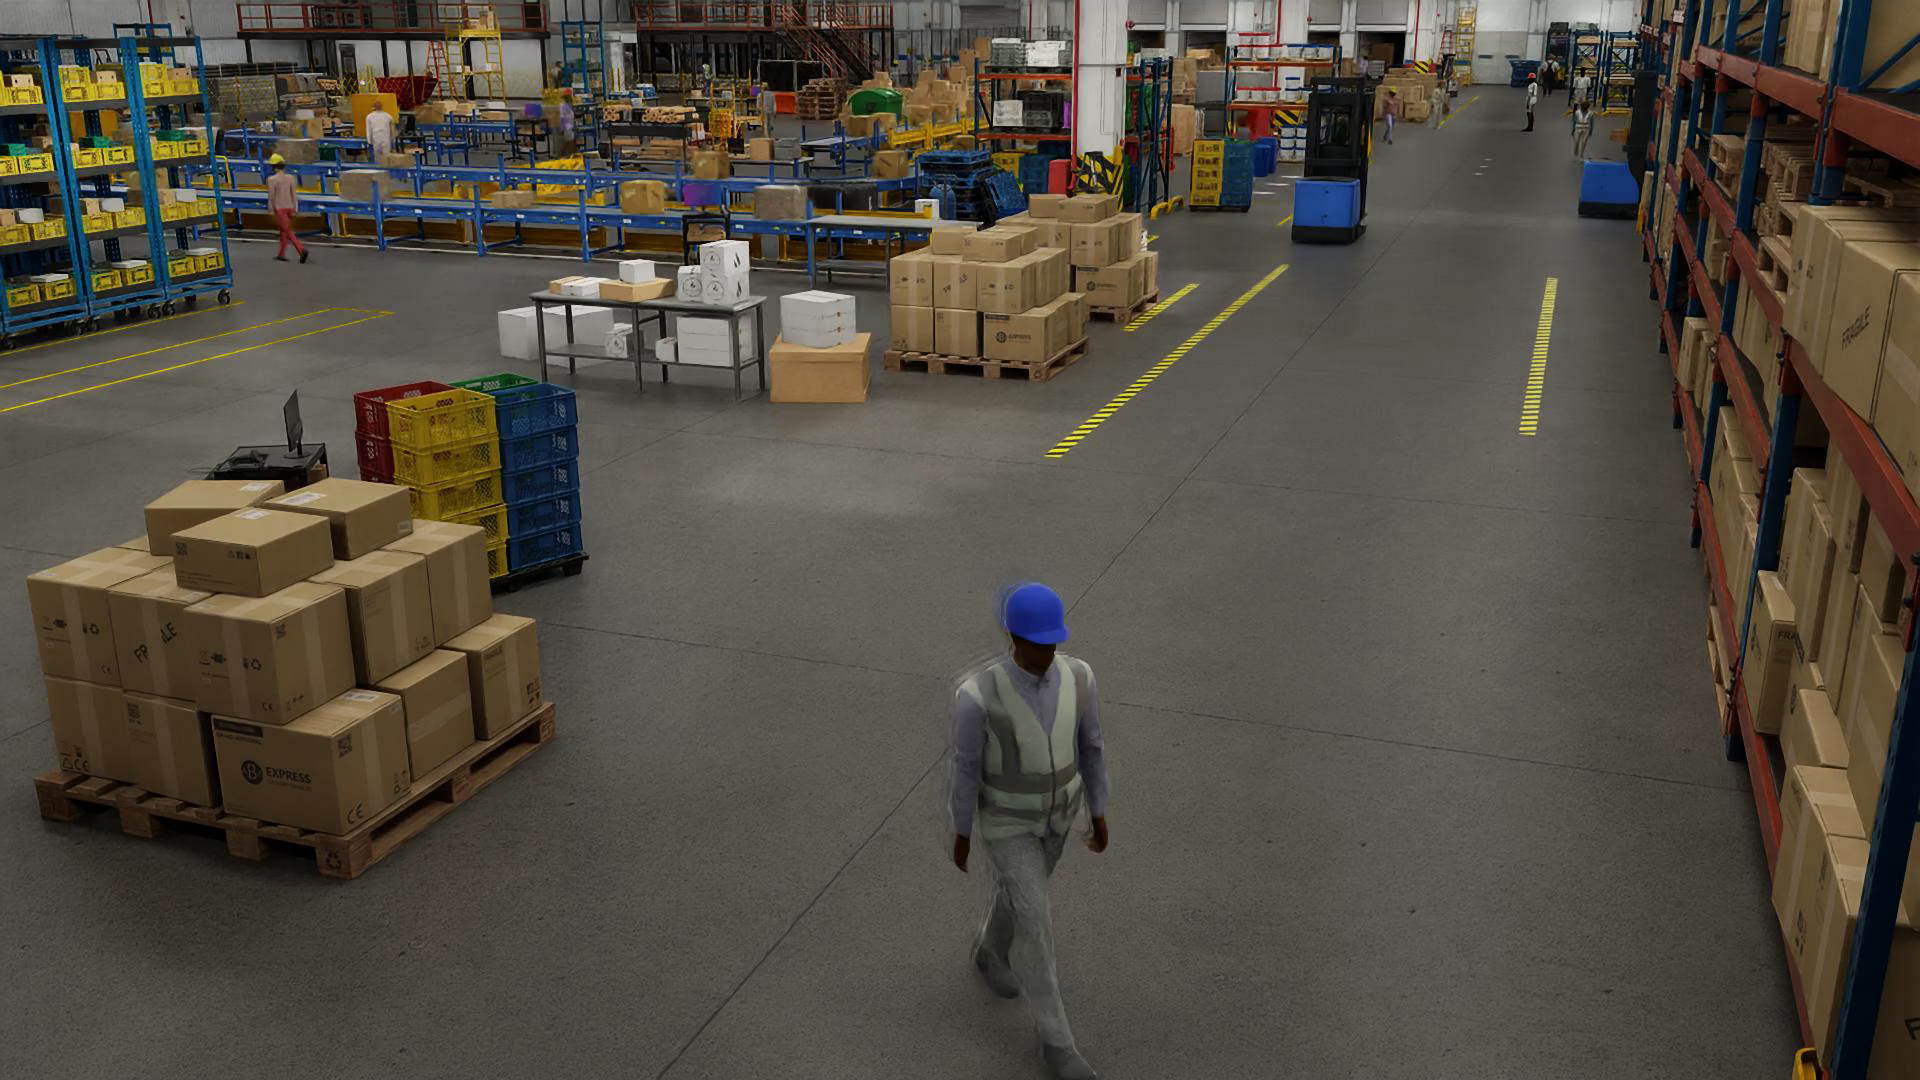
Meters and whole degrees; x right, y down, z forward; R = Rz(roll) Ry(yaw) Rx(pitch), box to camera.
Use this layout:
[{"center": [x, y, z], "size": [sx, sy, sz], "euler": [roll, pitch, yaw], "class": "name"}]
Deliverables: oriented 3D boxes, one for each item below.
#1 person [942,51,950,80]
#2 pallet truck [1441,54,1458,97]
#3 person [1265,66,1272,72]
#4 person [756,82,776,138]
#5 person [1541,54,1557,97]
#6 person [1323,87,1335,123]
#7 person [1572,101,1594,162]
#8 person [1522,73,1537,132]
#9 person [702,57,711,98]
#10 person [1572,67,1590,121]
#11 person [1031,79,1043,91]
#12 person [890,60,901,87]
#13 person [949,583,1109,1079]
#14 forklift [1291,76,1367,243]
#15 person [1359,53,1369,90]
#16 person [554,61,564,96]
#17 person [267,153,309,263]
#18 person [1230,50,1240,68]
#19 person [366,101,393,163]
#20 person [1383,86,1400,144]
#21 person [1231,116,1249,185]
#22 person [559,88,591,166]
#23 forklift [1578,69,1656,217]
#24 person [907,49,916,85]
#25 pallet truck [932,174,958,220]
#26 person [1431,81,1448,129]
[{"center": [-0.654, -23.917, 84.772], "size": [0.631, 1.977, 0.739], "euler": [7, 19, 21], "class": "person"}, {"center": [22.765, -21.886, 78.355], "size": [0.823, 1.965, 1.885], "euler": [-4, 18, -14], "class": "pallet truck"}, {"center": [11.852, -17.502, 64.727], "size": [0.844, 1.919, 0.545], "euler": [-16, 24, -42], "class": "person"}, {"center": [-6.085, -13.456, 52.226], "size": [0.609, 1.785, 0.963], "euler": [-5, 18, -16], "class": "person"}, {"center": [27.799, -21.961, 78.520], "size": [0.692, 2.000, 1.008], "euler": [6, 19, 19], "class": "person"}, {"center": [11.865, -13.916, 53.490], "size": [0.536, 1.899, 0.963], "euler": [-13, 22, -36], "class": "person"}, {"center": [16.699, -10.946, 44.609], "size": [0.543, 1.610, 0.723], "euler": [6, 19, 19], "class": "person"}, {"center": [19.213, -14.748, 56.051], "size": [0.385, 1.930, 0.541], "euler": [14, 22, 36], "class": "person"}, {"center": [-11.416, -20.694, 74.738], "size": [0.392, 1.920, 0.588], "euler": [6, 18, 17], "class": "person"}, {"center": [22.865, -16.427, 61.281], "size": [0.606, 1.956, 0.377], "euler": [3, 18, 11], "class": "person"}, {"center": [3.029, -17.860, 66.005], "size": [0.972, 1.825, 0.539], "euler": [12, 21, 32], "class": "person"}, {"center": [-3.042, -21.846, 78.771], "size": [0.474, 1.705, 0.858], "euler": [4, 18, 11], "class": "person"}, {"center": [0.279, 1.053, 6.452], "size": [0.623, 1.900, 0.984], "euler": [-10, 20, -29], "class": "person"}, {"center": [6.598, -6.755, 29.381], "size": [1.129, 2.768, 1.873], "euler": [6, 19, 19], "class": "forklift"}, {"center": [20.440, -23.564, 83.770], "size": [0.751, 1.900, 0.622], "euler": [16, 24, 41], "class": "person"}, {"center": [-17.429, -20.005, 72.734], "size": [0.687, 1.825, 0.525], "euler": [6, 19, 17], "class": "person"}, {"center": [-10.859, -5.338, 26.782], "size": [0.801, 1.736, 0.530], "euler": [7, 19, 22], "class": "person"}, {"center": [14.994, -25.768, 90.632], "size": [0.605, 1.951, 0.382], "euler": [-7, 19, -21], "class": "person"}, {"center": [-13.803, -9.483, 39.602], "size": [0.643, 1.859, 0.909], "euler": [-8, 19, -23], "class": "person"}, {"center": [13.166, -13.007, 50.872], "size": [0.531, 1.744, 0.726], "euler": [-5, 18, -15], "class": "person"}, {"center": [6.450, -8.936, 38.285], "size": [0.366, 1.613, 0.525], "euler": [13, 22, 35], "class": "person"}, {"center": [-10.181, -10.803, 43.546], "size": [0.955, 1.994, 0.632], "euler": [2, 18, 7], "class": "person"}, {"center": [13.219, -7.740, 32.475], "size": [1.873, 2.768, 1.129], "euler": [6, 19, 18], "class": "forklift"}, {"center": [-2.673, -25.888, 91.099], "size": [0.544, 1.899, 0.645], "euler": [2, 18, 6], "class": "person"}, {"center": [-0.507, -5.292, 27.348], "size": [0.653, 1.274, 1.630], "euler": [6, 19, 19], "class": "pallet truck"}, {"center": [16.463, -14.945, 57.156], "size": [0.550, 1.620, 0.407], "euler": [-8, 19, -25], "class": "person"}]
